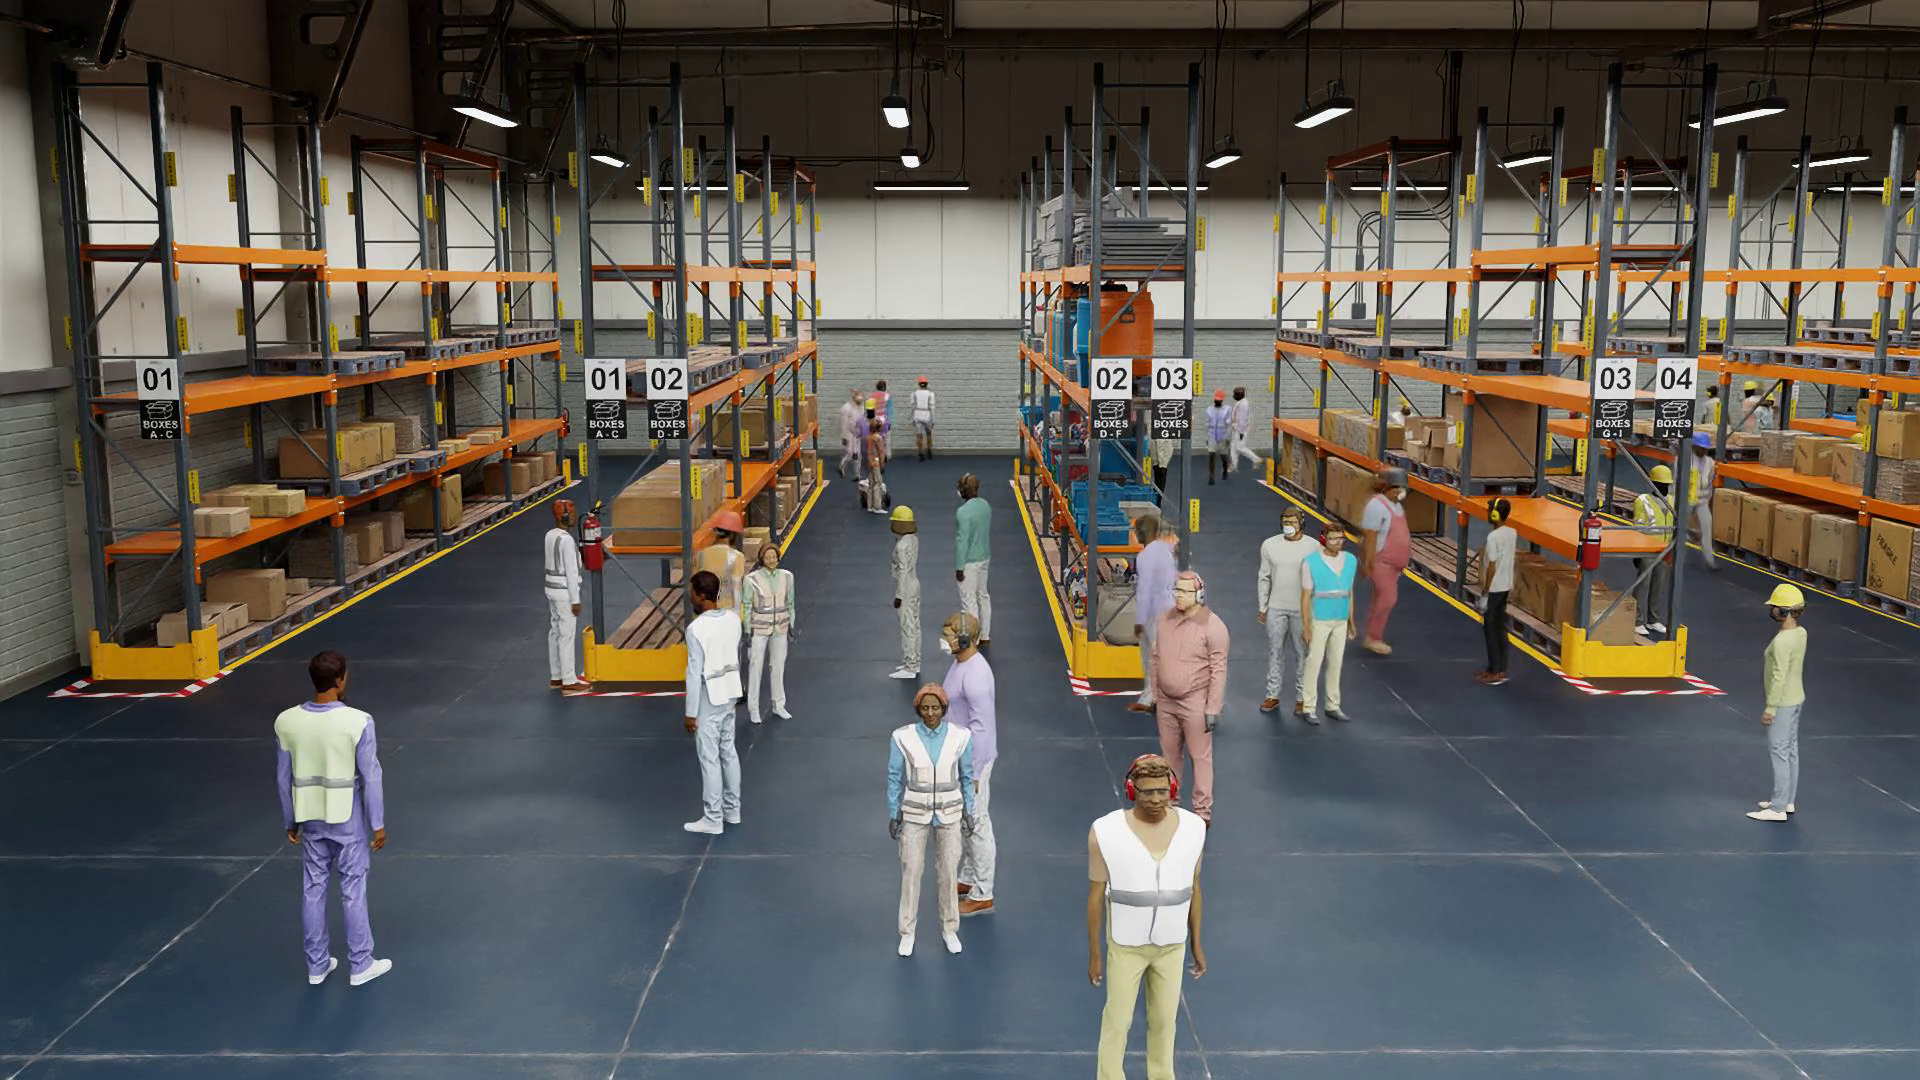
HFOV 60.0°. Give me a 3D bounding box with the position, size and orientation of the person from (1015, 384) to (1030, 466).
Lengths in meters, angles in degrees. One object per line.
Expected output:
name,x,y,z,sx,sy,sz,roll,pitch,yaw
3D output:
person,1.363,-2.417,35.382,0.414,1.821,0.590,0,9,2

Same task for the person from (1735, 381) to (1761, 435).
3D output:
person,16.528,-2.386,34.910,0.587,1.903,0.494,-7,11,-40

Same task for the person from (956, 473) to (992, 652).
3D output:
person,0.137,0.242,17.950,0.370,1.932,0.636,5,10,28

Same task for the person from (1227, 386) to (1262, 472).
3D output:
person,5.882,-2.287,34.588,0.671,1.824,0.624,0,9,2

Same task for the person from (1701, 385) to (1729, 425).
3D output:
person,15.678,-2.286,34.531,0.547,1.831,0.514,0,9,-2

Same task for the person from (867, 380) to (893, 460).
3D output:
person,-1.775,-2.642,36.933,0.624,1.803,0.935,3,9,18

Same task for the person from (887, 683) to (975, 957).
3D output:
person,-0.169,1.646,9.842,0.523,1.639,0.309,-1,9,-7

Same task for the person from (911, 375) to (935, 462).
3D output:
person,-0.811,-2.709,37.013,0.550,1.897,0.844,1,9,4

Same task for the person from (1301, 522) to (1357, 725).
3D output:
person,3.315,0.736,15.033,0.570,1.843,0.372,-4,10,-23

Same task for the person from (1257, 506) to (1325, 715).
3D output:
person,3.044,0.643,15.333,0.635,1.939,0.367,4,10,25

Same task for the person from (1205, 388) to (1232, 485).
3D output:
person,5.092,-2.045,32.731,0.548,1.911,0.682,3,9,20

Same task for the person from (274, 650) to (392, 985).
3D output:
person,-3.550,1.575,9.409,0.596,1.915,0.373,1,9,7

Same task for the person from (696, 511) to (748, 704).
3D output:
person,-2.212,0.678,15.330,0.568,1.880,0.982,4,10,23

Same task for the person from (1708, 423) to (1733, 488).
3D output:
person,14.086,-1.650,31.010,0.519,1.656,0.860,1,9,10

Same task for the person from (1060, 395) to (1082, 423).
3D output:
person,2.535,-2.709,37.021,0.629,1.913,0.780,9,12,44

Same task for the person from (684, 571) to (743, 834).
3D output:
person,-1.781,1.169,12.057,0.394,1.910,0.579,4,10,25

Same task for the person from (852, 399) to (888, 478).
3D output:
person,-1.621,-1.589,29.897,0.589,1.878,0.943,3,9,17

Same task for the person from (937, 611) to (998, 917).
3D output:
person,0.051,1.398,10.479,0.366,1.938,0.630,-1,9,-7

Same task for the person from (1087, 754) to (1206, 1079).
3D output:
person,0.857,1.873,7.721,0.569,1.843,0.373,-2,9,-14

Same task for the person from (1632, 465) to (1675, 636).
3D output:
person,7.857,0.112,18.786,0.595,1.925,0.370,-4,10,-22

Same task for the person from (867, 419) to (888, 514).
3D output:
person,-1.440,-1.266,28.583,0.307,1.637,0.525,-5,10,-28

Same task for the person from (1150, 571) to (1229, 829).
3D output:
person,1.621,1.167,12.051,0.408,1.913,0.642,-8,12,-43

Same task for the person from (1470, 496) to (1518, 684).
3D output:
person,5.312,0.497,16.508,0.326,1.870,0.526,9,12,44

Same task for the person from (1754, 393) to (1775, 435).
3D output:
person,16.459,-2.158,34.023,0.488,1.737,0.320,-4,10,-24

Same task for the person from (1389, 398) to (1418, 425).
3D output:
person,8.434,-1.792,31.460,0.621,1.784,0.918,-1,9,-7

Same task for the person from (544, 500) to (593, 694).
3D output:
person,-3.837,0.545,16.145,0.360,1.883,0.574,-6,11,-34

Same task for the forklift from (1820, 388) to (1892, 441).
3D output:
forklift,20.072,-3.110,36.462,1.873,2.768,1.129,0,9,0

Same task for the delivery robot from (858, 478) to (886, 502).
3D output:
delivery robot,-1.563,-0.927,29.571,0.477,0.478,0.707,-3,9,-19

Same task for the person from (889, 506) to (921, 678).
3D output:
person,-0.563,0.519,16.754,0.301,1.745,0.483,2,9,13

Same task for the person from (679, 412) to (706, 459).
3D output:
person,-4.716,-1.545,29.240,0.398,1.989,0.619,6,11,34

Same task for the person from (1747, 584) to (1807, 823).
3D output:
person,6.066,1.200,12.307,0.310,1.768,0.533,8,12,41

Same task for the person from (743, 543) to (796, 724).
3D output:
person,-1.727,0.831,15.077,0.515,1.641,0.314,-5,10,-29

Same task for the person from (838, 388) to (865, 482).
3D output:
person,-2.134,-2.081,33.039,0.497,1.884,0.645,8,12,41

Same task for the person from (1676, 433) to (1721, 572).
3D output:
person,10.144,-0.508,22.856,0.611,1.904,0.922,-1,9,-7

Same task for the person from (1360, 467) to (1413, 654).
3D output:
person,4.590,0.205,17.826,0.565,2.000,0.698,6,11,36

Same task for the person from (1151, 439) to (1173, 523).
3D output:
person,3.349,-1.250,27.383,0.415,1.985,0.611,2,9,11
